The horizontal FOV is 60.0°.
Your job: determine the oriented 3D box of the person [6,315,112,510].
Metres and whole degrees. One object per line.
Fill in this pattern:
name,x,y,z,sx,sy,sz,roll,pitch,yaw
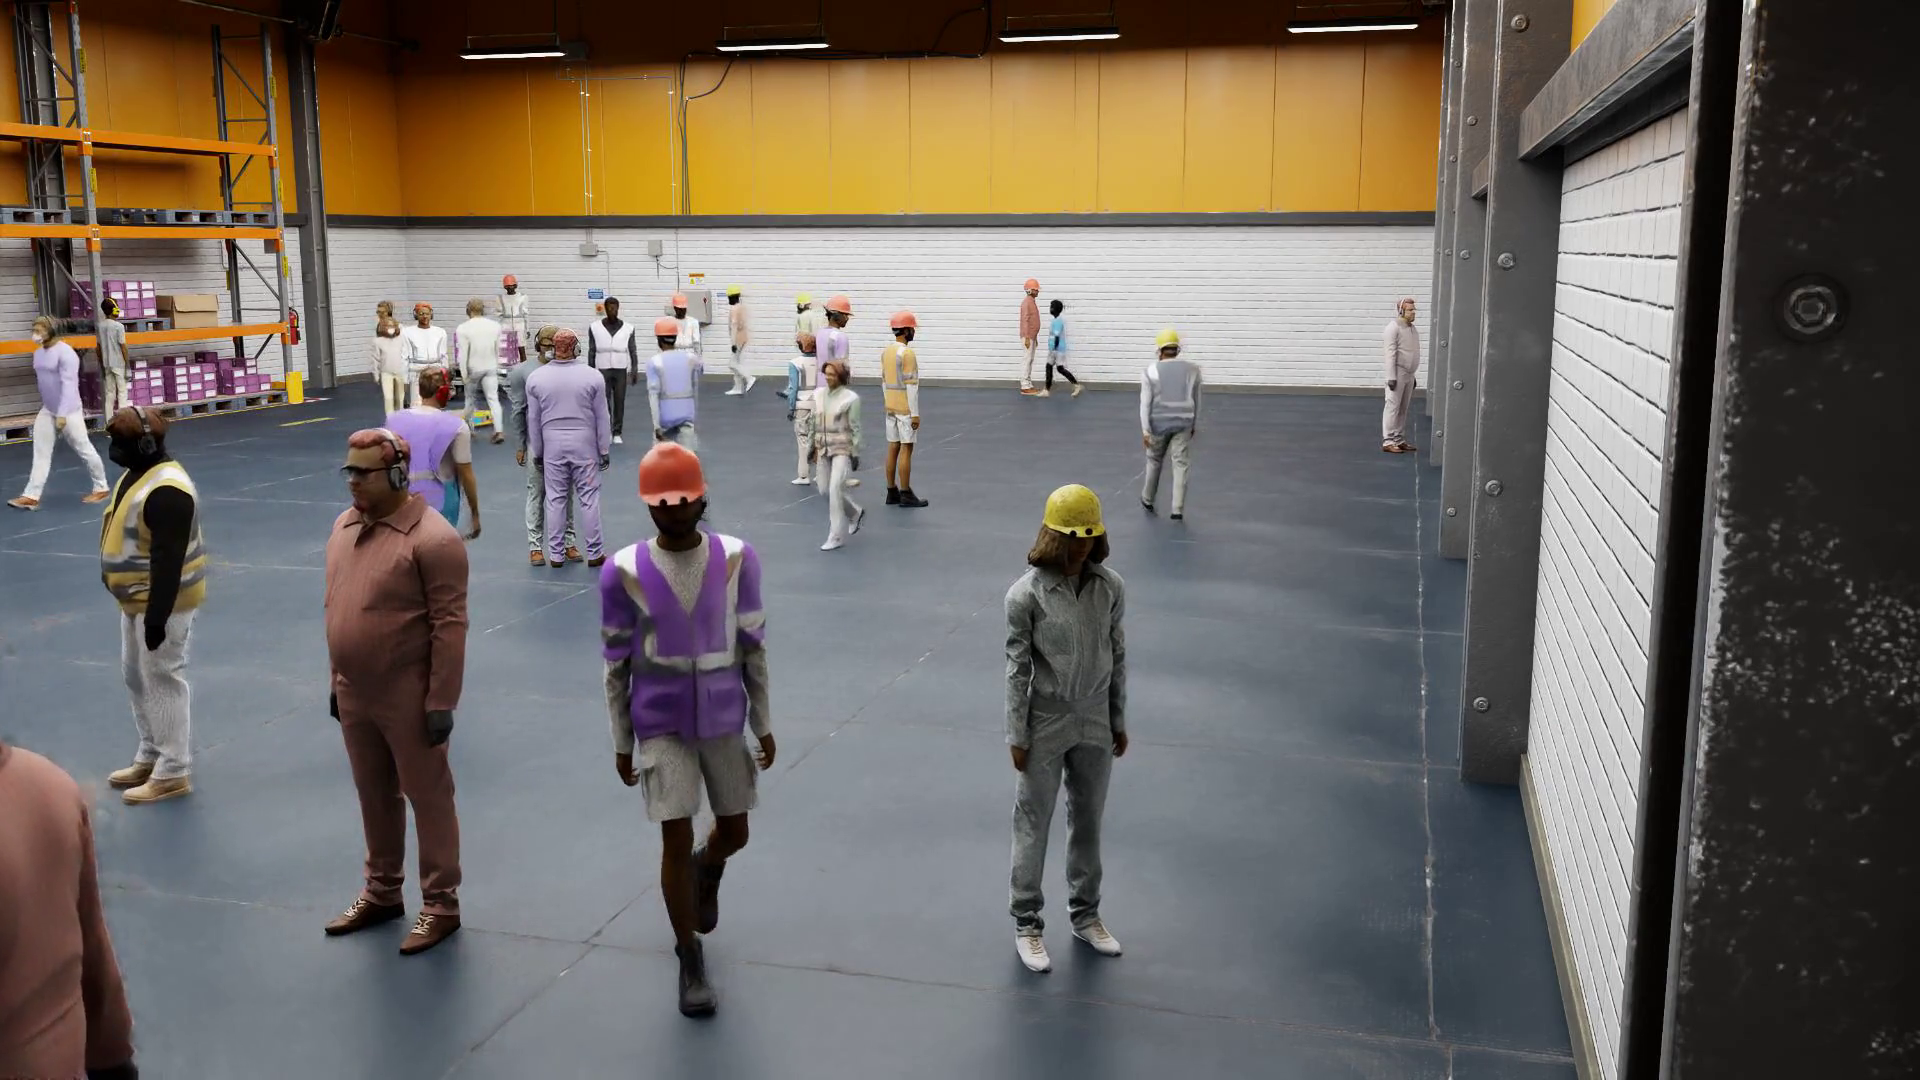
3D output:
person,-8.818,-1.242,16.230,0.648,1.889,1.015,5,11,28

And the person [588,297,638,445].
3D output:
person,-4.451,-2.162,21.384,0.631,1.895,0.692,-3,10,-16

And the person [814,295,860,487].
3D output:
person,-1.317,-1.575,17.692,0.404,2.034,0.609,-6,12,-32

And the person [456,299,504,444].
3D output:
person,-6.227,-2.189,21.642,0.619,1.889,1.053,-7,12,-33

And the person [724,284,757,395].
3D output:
person,-3.793,-3.430,28.542,0.489,1.908,0.602,1,10,5

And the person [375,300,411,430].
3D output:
person,-7.822,-2.425,23.099,0.534,1.824,0.654,6,12,32

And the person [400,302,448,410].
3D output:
person,-6.496,-1.947,20.220,0.572,1.883,0.353,-7,12,-34

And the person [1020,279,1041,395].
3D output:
person,1.222,-3.516,28.785,0.378,1.996,0.611,3,10,15

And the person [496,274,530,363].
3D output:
person,-8.405,-3.975,31.299,0.611,2.031,0.407,-1,10,-8

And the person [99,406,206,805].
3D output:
person,-3.732,0.292,7.696,0.454,1.833,0.661,-8,13,-37

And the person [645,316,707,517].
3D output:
person,-2.679,-1.160,15.734,0.536,1.904,0.941,-5,11,-28

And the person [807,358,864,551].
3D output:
person,-1.021,-0.747,14.174,0.523,1.615,0.631,8,13,37

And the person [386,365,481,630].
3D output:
person,-3.253,-0.194,10.498,0.578,1.804,0.869,3,11,18

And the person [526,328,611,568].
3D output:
person,-3.095,-0.725,13.237,0.641,1.908,0.409,-1,10,-3

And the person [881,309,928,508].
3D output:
person,-0.555,-1.291,16.339,0.352,1.942,0.542,-6,12,-32

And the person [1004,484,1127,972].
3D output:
person,0.387,0.659,5.886,0.481,1.736,0.323,-6,11,-29

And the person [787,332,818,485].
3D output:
person,-1.626,-1.404,17.837,0.524,1.639,0.308,-9,14,-42

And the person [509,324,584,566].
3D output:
person,-3.286,-0.767,13.399,0.628,1.935,0.373,-6,11,-29

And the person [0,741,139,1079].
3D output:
person,-1.946,1.077,3.196,1.046,1.844,0.668,0,10,-2

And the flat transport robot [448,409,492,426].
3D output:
flat transport robot,-7.073,-1.668,23.203,0.652,0.197,1.431,3,10,15

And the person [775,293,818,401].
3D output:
person,-2.579,-3.174,27.468,0.945,1.779,0.609,3,10,16

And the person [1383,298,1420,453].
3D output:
person,5.508,-2.040,20.677,0.404,1.911,0.636,9,13,41

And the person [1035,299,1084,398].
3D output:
person,1.695,-3.224,28.059,0.779,1.667,0.534,0,10,-1

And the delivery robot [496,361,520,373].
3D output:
delivery robot,-7.730,-2.894,29.079,0.707,0.478,0.477,-5,11,-25

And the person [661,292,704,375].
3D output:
person,-3.862,-2.477,23.129,0.539,1.912,0.452,-6,12,-30

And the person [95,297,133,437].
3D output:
person,-11.289,-2.301,22.249,0.516,1.876,0.327,3,11,19

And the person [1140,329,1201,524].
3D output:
person,1.949,-1.078,15.602,0.591,1.778,0.940,-1,10,-5

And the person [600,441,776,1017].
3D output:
person,-0.930,0.600,5.705,0.575,1.912,0.719,-3,10,-17

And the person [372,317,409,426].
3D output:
person,-7.600,-2.186,22.372,0.518,1.593,0.811,-5,11,-25

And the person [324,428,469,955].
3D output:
person,-2.083,0.542,6.061,0.639,1.909,0.409,6,11,29
